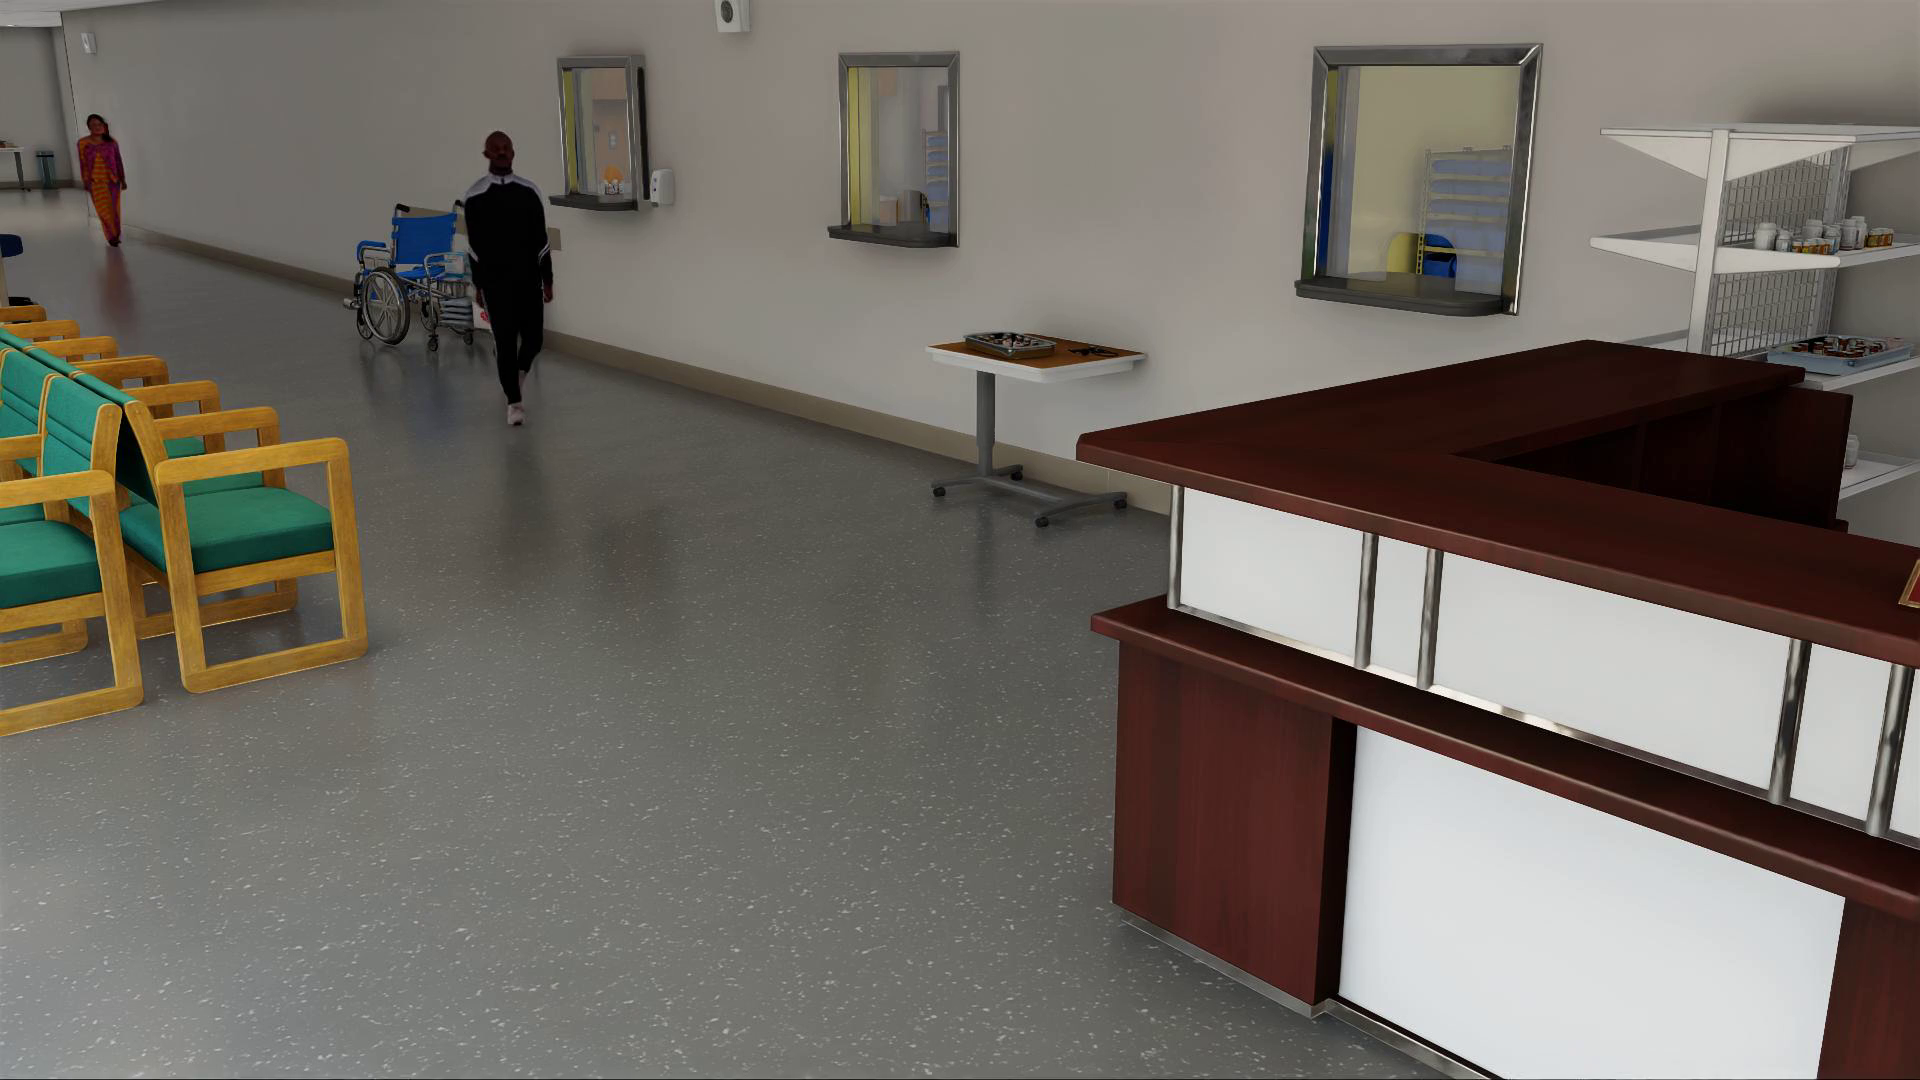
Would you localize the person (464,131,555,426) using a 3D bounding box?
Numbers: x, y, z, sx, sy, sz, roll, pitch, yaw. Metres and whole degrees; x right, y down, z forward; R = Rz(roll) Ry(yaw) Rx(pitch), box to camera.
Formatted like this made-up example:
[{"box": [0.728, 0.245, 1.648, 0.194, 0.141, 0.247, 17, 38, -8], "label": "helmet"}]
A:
[{"box": [-2.889, -1.681, 10.670, 1.096, 1.800, 0.941, -7, 17, -22], "label": "person"}]

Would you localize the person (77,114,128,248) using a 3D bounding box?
[{"box": [-11.019, -4.635, 21.390, 1.087, 1.668, 0.701, -12, 20, -37], "label": "person"}]
